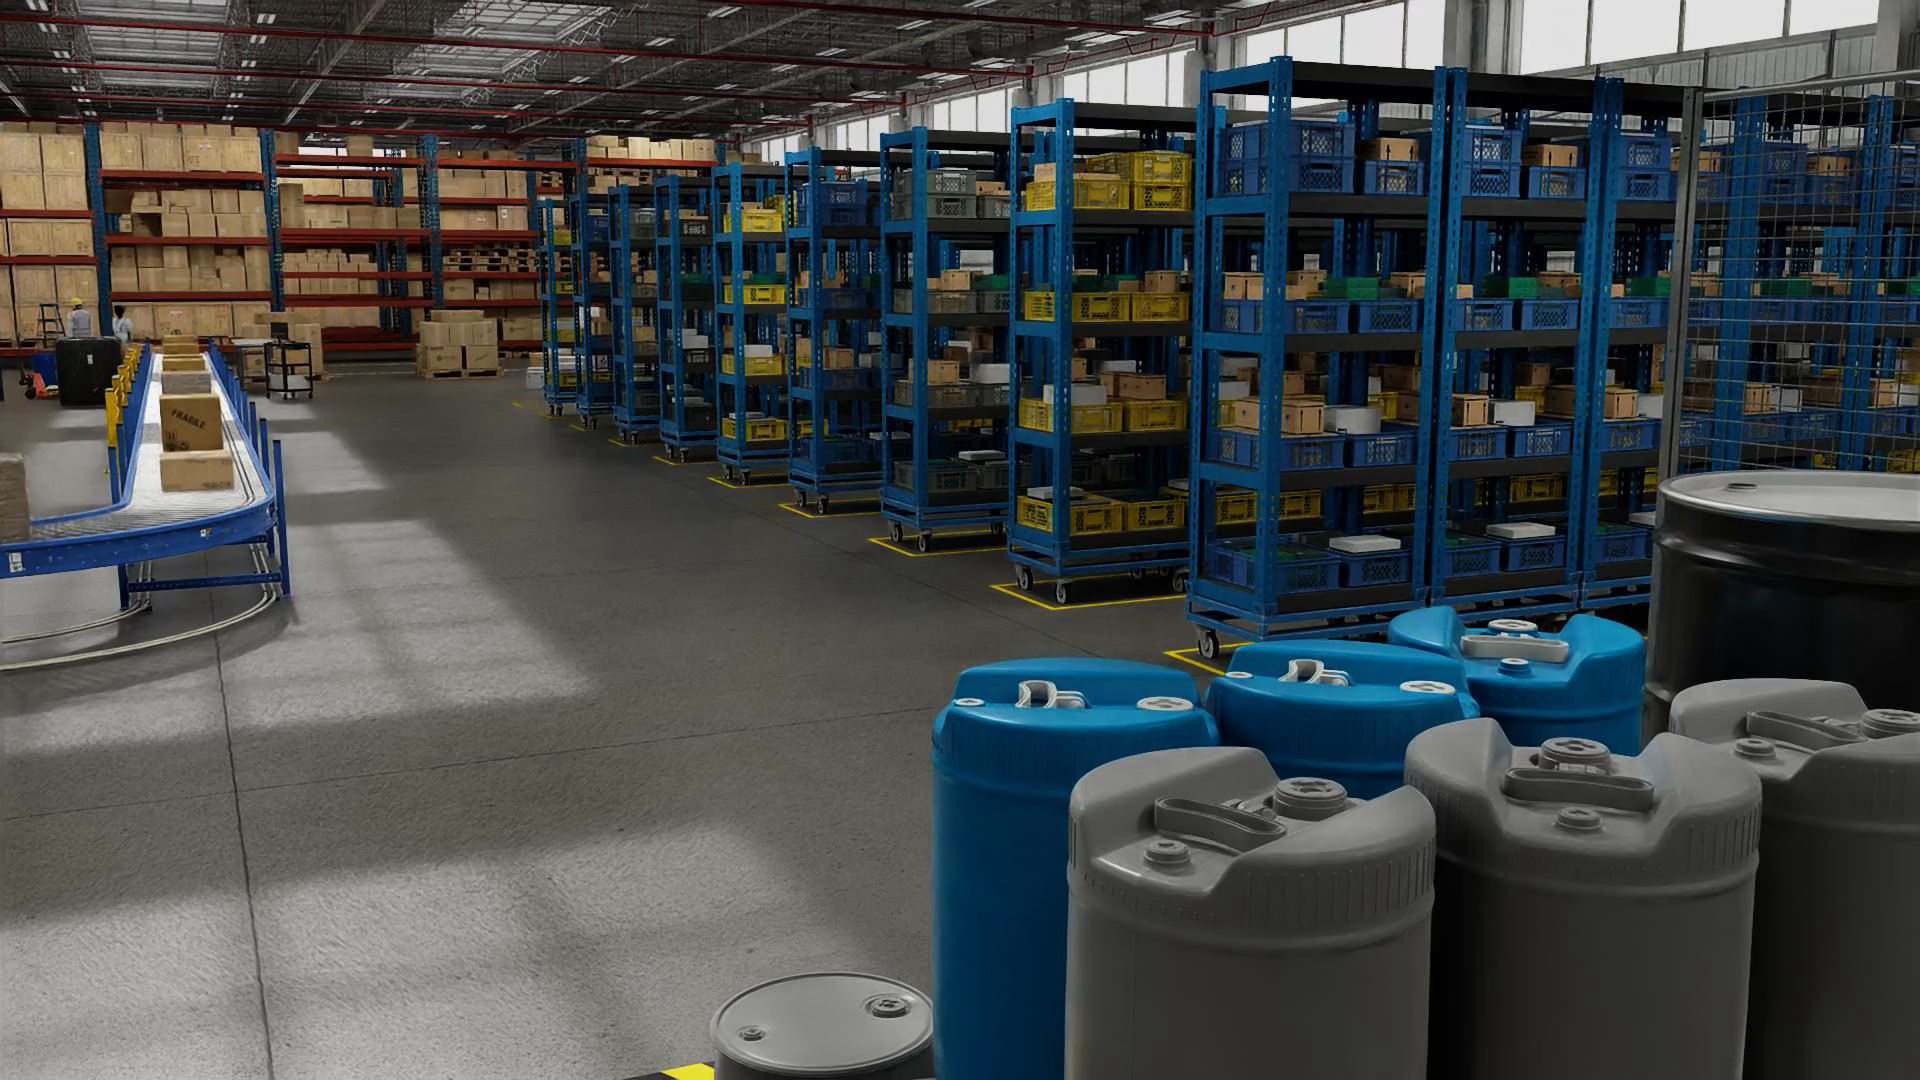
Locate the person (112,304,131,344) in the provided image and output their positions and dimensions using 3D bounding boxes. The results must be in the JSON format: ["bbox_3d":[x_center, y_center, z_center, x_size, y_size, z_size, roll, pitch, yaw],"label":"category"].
[{"bbox_3d":[-19.206,-4.586,38.211,0.532,1.683,0.505,5,10,26],"label":"person"}]

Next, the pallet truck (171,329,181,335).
[{"bbox_3d":[-17.275,-3.851,35.096,1.601,1.201,0.680,0,9,1],"label":"pallet truck"}]

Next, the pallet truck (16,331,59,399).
[{"bbox_3d":[-17.082,-3.353,31.781,1.630,1.274,0.653,-4,10,-25],"label":"pallet truck"}]

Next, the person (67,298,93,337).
[{"bbox_3d":[-20.203,-4.644,38.190,0.404,1.821,0.590,5,10,29],"label":"person"}]
